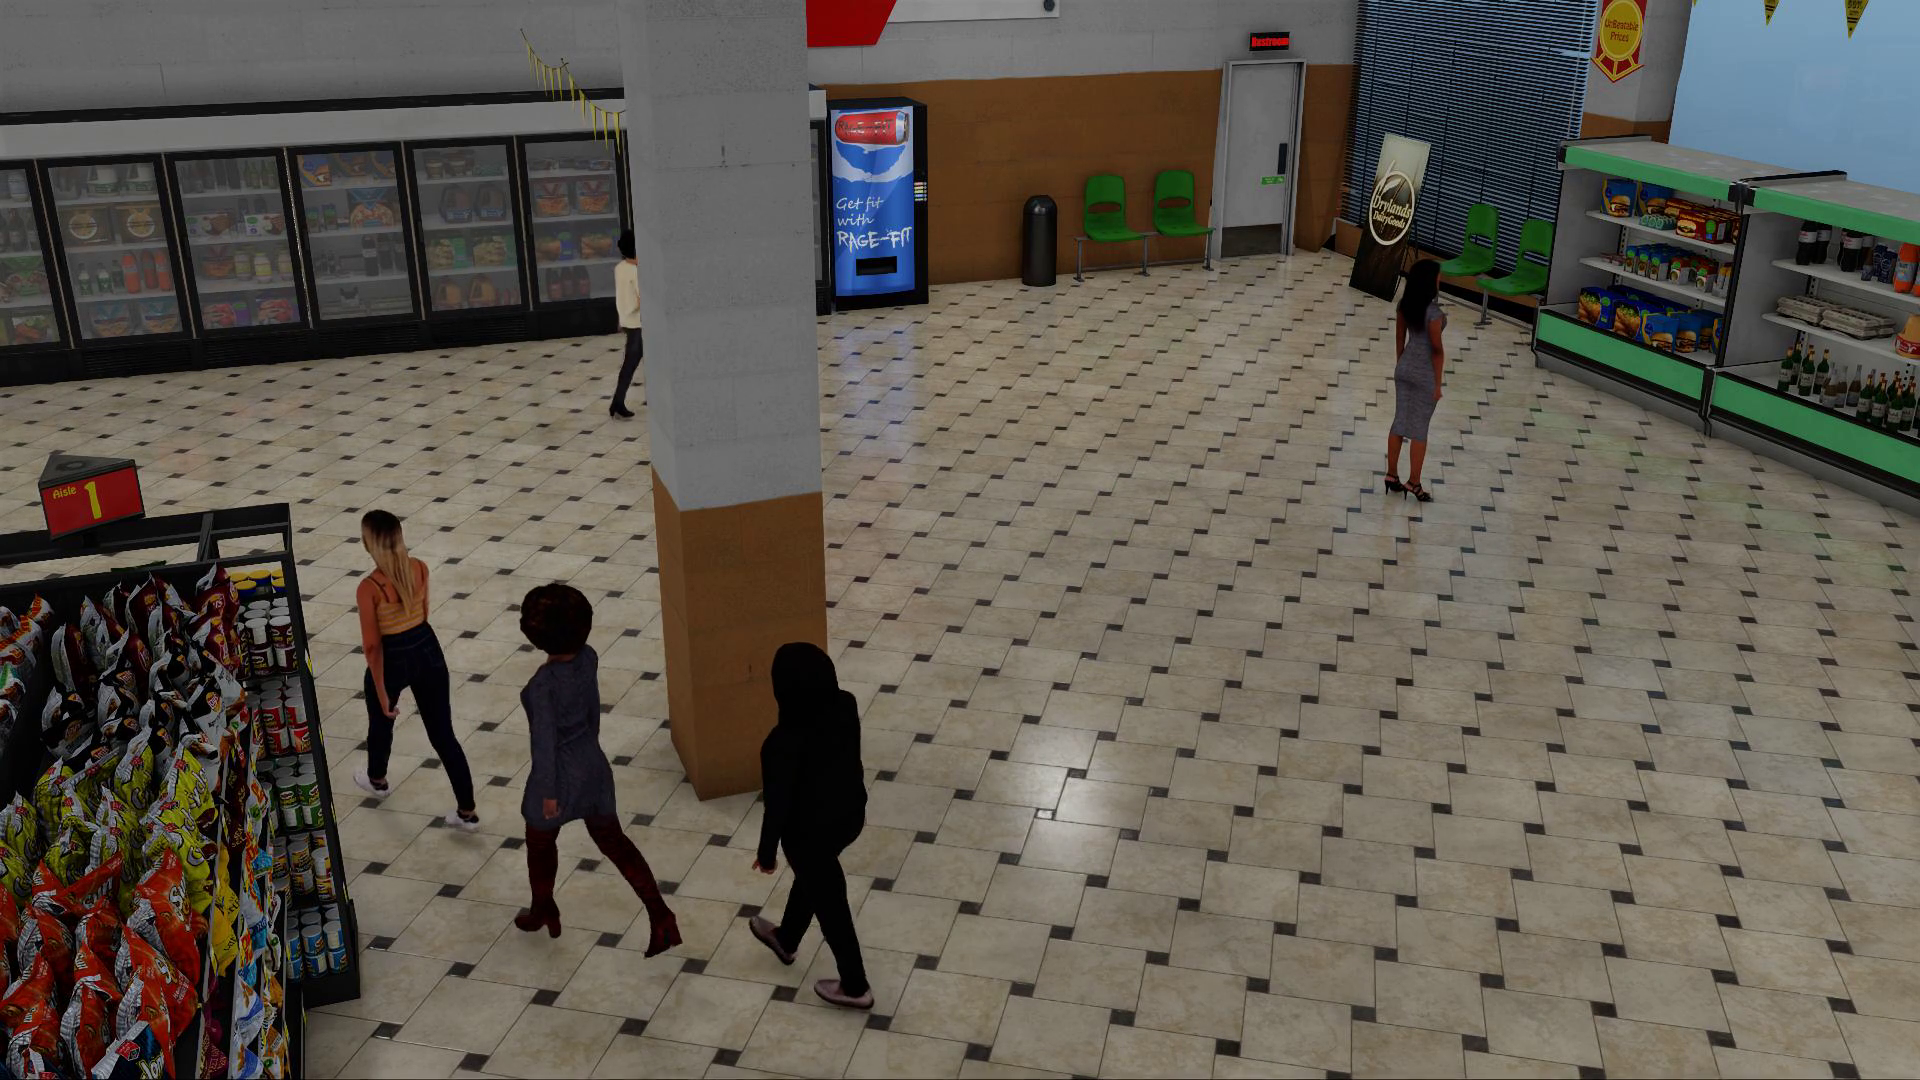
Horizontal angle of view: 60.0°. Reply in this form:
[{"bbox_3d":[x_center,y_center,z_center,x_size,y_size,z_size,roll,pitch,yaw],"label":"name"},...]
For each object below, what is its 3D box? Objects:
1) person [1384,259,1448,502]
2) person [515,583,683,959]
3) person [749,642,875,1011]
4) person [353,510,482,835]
[{"bbox_3d":[3.313,-1.160,12.088,0.679,1.782,0.511,-12,25,-28],"label":"person"},{"bbox_3d":[-1.526,1.004,6.844,1.146,1.676,1.057,11,25,26],"label":"person"},{"bbox_3d":[-0.494,1.161,6.571,1.054,1.588,0.986,11,24,26],"label":"person"},{"bbox_3d":[-2.539,0.662,7.828,1.213,1.578,0.969,17,27,36],"label":"person"}]
